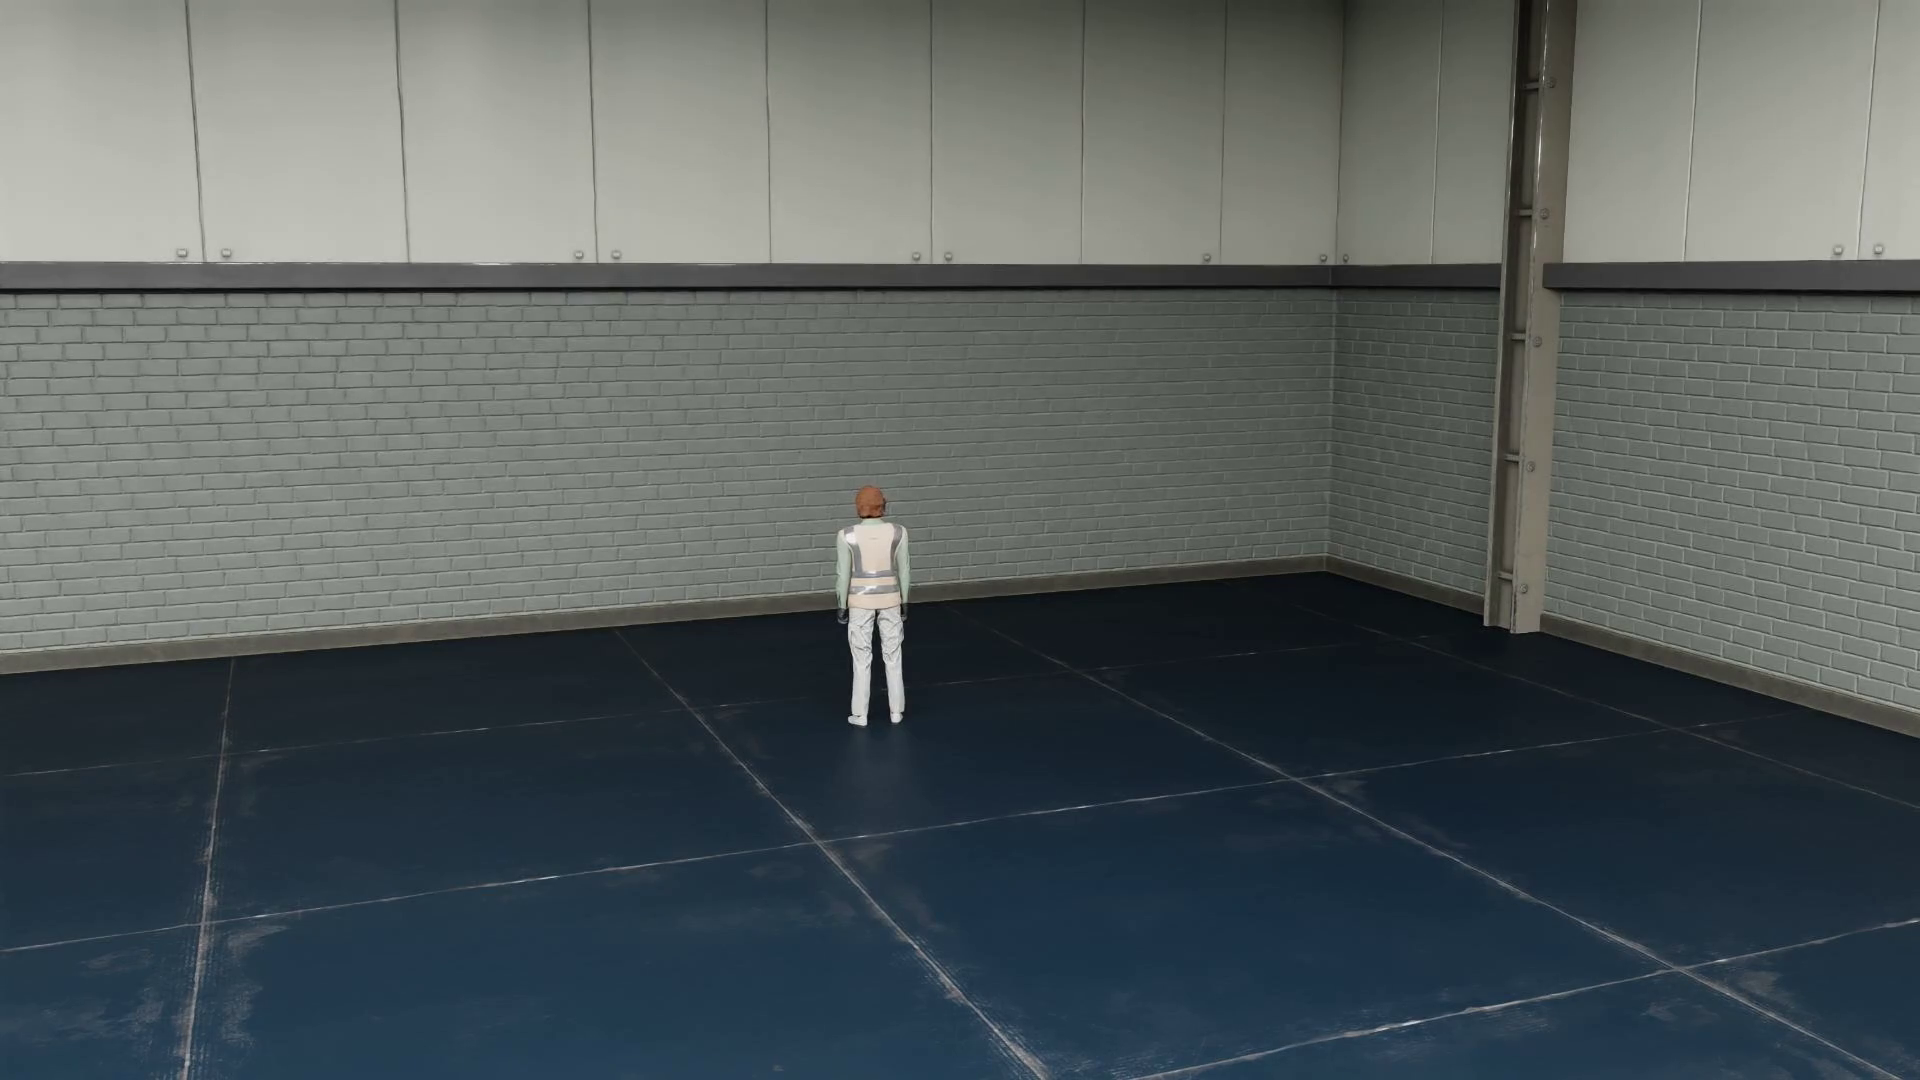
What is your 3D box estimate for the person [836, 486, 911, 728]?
[{"bbox_3d":[-0.580,0.448,11.160,0.514,1.639,0.311,-2,9,-15],"label":"person"}]
